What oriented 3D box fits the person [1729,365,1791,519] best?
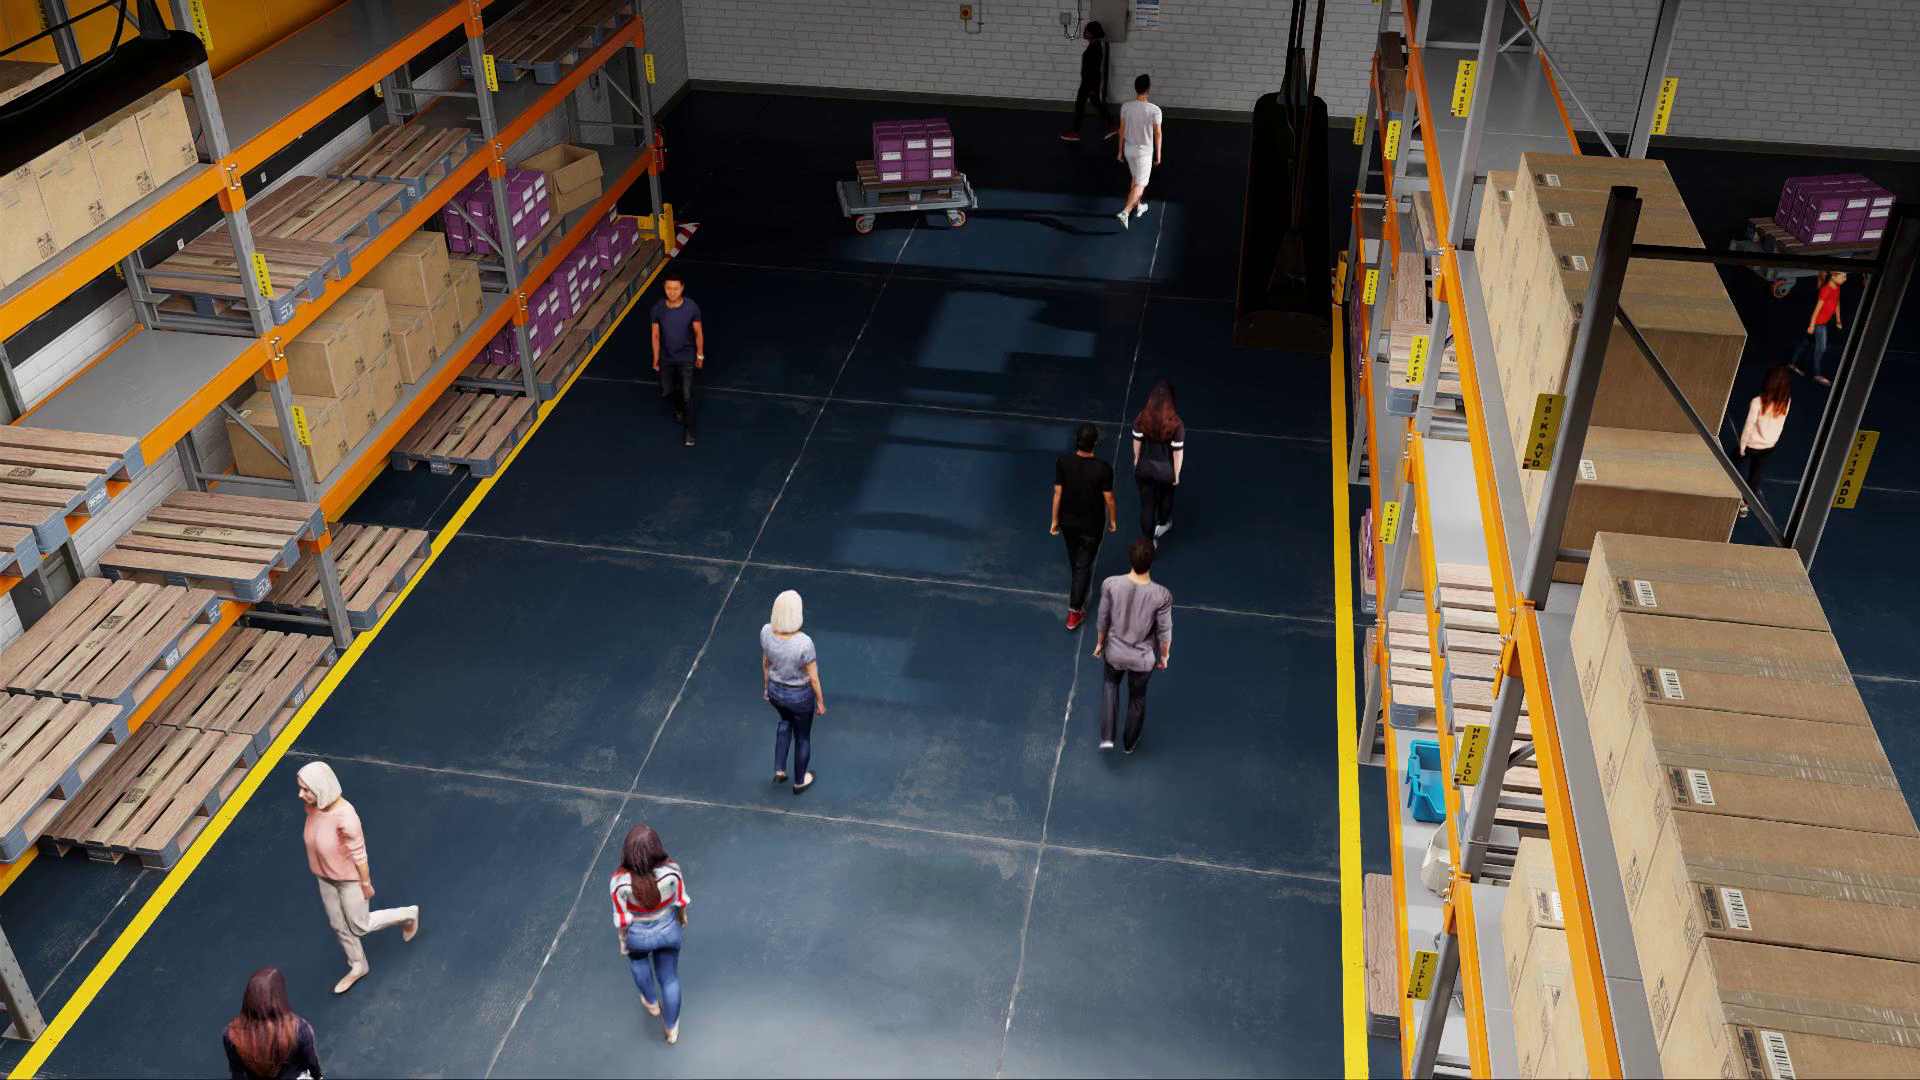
[{"bbox_3d":[7.069,-0.837,14.665,0.648,1.477,0.648,-7,34,-10],"label":"person"}]

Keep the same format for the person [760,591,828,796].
[{"bbox_3d":[-1.212,1.109,11.525,0.675,1.712,0.705,16,37,22],"label":"person"}]

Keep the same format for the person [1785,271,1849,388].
[{"bbox_3d":[8.695,-2.248,16.954,0.768,1.293,0.761,26,41,33],"label":"person"}]

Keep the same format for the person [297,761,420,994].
[{"bbox_3d":[-3.715,1.996,10.192,0.801,1.711,0.971,20,39,27],"label":"person"}]

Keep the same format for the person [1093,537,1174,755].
[{"bbox_3d":[1.198,0.824,11.834,0.757,1.844,0.781,10,35,15],"label":"person"}]

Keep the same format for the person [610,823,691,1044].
[{"bbox_3d":[-1.792,2.355,9.753,0.741,1.599,0.791,-10,35,-14],"label":"person"}]

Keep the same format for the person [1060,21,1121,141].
[{"bbox_3d":[1.849,-6.220,22.611,0.743,1.646,1.009,9,35,14],"label":"person"}]

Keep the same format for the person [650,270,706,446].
[{"bbox_3d":[-2.670,-1.781,15.813,0.762,1.778,0.878,-2,34,-3],"label":"person"}]

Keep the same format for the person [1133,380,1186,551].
[{"bbox_3d":[1.648,-0.563,14.125,0.692,1.619,0.879,10,35,15],"label":"person"}]

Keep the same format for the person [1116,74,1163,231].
[{"bbox_3d":[2.117,-4.659,20.101,0.951,1.825,1.265,19,38,26],"label":"person"}]

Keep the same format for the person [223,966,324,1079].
[{"bbox_3d":[-3.612,2.975,8.830,0.682,1.589,0.660,-5,34,-8],"label":"person"}]

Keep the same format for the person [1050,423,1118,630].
[{"bbox_3d":[0.954,-0.084,13.319,0.808,1.714,1.170,12,36,18],"label":"person"}]
